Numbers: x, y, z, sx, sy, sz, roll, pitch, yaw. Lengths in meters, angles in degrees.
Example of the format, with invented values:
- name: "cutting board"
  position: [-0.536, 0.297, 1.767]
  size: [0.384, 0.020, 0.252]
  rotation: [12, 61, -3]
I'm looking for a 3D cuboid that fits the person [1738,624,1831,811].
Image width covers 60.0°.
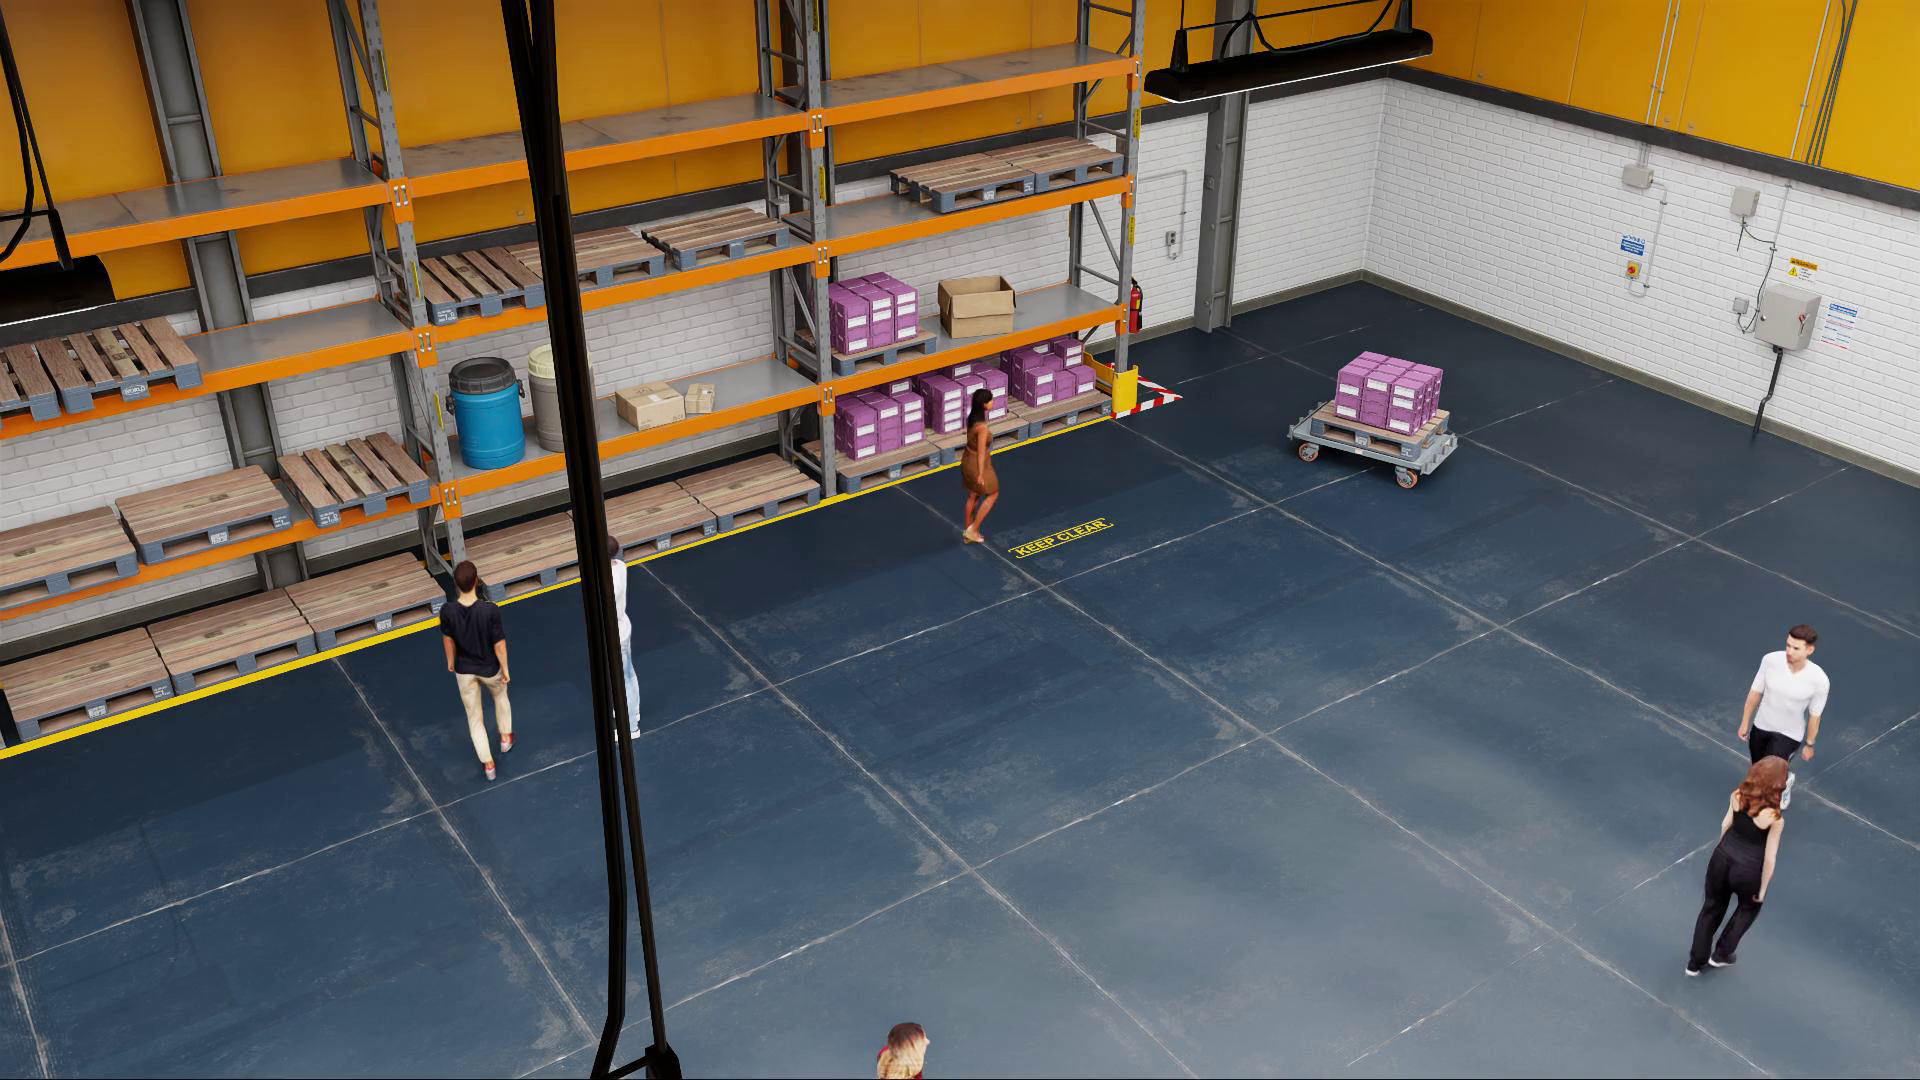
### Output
- name: "person"
  position: [6.142, 1.397, 12.397]
  size: [1.152, 1.816, 0.675]
  rotation: [-22, 35, -34]

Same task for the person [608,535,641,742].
- name: "person"
  position: [-2.792, 0.772, 13.508]
  size: [0.729, 1.851, 0.725]
  rotation: [-1, 29, -2]

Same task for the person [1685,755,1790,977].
- name: "person"
  position: [5.101, 2.208, 11.004]
  size: [0.659, 1.727, 0.610]
  rotation: [-23, 36, -35]

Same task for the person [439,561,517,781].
- name: "person"
  position: [-3.765, 1.062, 12.993]
  size: [0.891, 1.834, 0.884]
  rotation: [-7, 29, -13]

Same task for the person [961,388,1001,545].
- name: "person"
  position: [0.096, -0.693, 16.378]
  size: [0.654, 1.674, 0.643]
  rotation: [-9, 30, -16]

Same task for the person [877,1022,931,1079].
- name: "person"
  position: [-0.362, 3.285, 9.141]
  size: [0.684, 1.620, 0.676]
  rotation: [-10, 30, -18]
